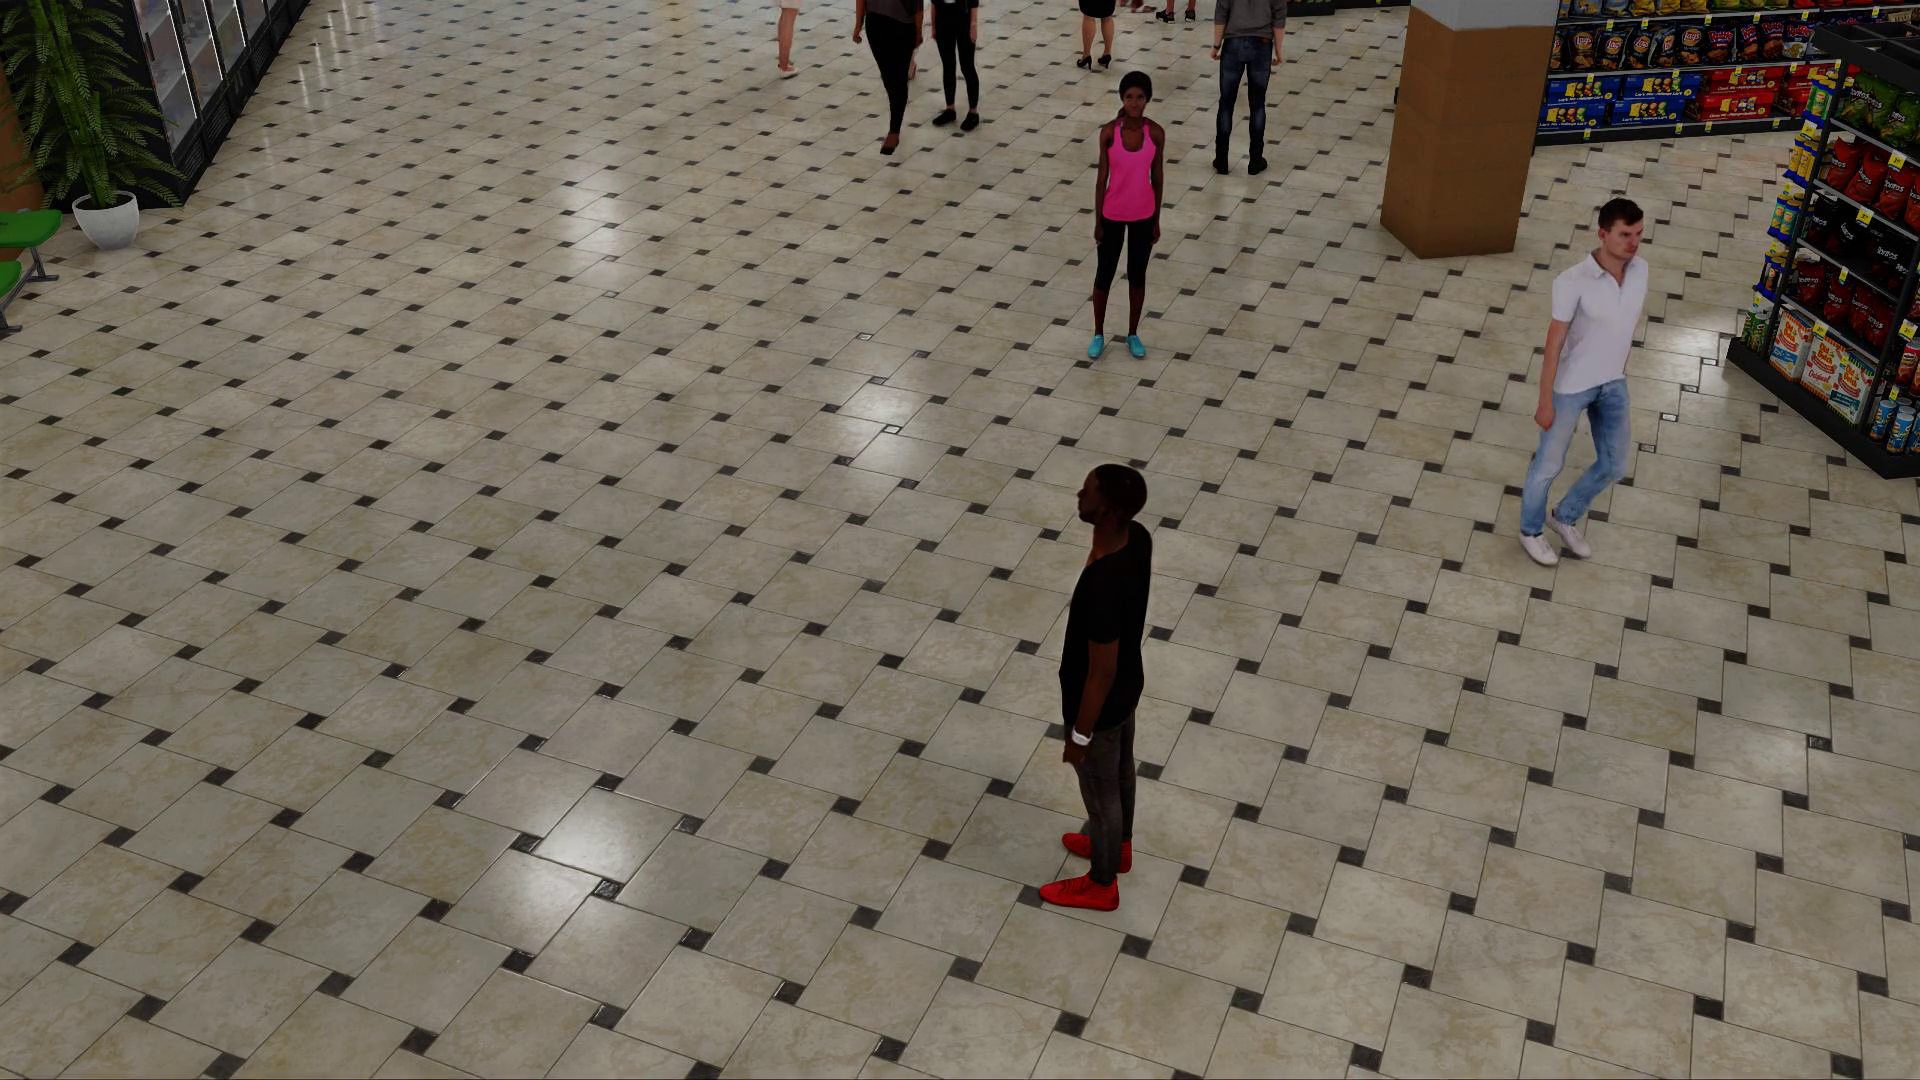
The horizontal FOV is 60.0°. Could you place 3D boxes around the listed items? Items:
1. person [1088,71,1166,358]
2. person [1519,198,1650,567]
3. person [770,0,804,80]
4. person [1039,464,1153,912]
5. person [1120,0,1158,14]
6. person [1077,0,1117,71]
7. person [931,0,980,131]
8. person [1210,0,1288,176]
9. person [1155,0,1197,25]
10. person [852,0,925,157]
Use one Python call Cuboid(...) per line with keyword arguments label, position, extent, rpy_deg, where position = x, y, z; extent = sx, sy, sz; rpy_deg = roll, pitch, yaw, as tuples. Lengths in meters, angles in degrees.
Cuboid(label="person", position=(0.982, -1.901, 9.766), extent=(0.535, 1.722, 0.656), rpy_deg=(0, 32, 0))
Cuboid(label="person", position=(2.868, -0.745, 7.801), extent=(0.631, 1.836, 0.796), rpy_deg=(-11, 34, -17))
Cuboid(label="person", position=(-1.582, -4.922, 14.639), extent=(0.736, 1.705, 0.799), rpy_deg=(19, 37, 28))
Cuboid(label="person", position=(0.512, 0.526, 5.787), extent=(0.715, 1.805, 0.719), rpy_deg=(12, 34, 18))
Cuboid(label="person", position=(1.842, -6.206, 16.689), extent=(0.578, 1.720, 0.637), rpy_deg=(-11, 34, -17))
Cuboid(label="person", position=(1.245, -5.085, 14.931), extent=(0.638, 1.671, 0.797), rpy_deg=(-12, 34, -19))
Cuboid(label="person", position=(-0.012, -4.212, 13.492), extent=(0.683, 1.710, 0.750), rpy_deg=(19, 36, 27))
Cuboid(label="person", position=(2.157, -3.703, 12.491), extent=(0.653, 1.903, 0.830), rpy_deg=(5, 32, 9))
Cuboid(label="person", position=(2.189, -6.026, 16.264), extent=(0.504, 1.861, 0.746), rpy_deg=(-7, 33, -11))
Cuboid(label="person", position=(-0.515, -3.970, 13.031), extent=(1.203, 1.786, 1.092), rpy_deg=(11, 33, 16))
